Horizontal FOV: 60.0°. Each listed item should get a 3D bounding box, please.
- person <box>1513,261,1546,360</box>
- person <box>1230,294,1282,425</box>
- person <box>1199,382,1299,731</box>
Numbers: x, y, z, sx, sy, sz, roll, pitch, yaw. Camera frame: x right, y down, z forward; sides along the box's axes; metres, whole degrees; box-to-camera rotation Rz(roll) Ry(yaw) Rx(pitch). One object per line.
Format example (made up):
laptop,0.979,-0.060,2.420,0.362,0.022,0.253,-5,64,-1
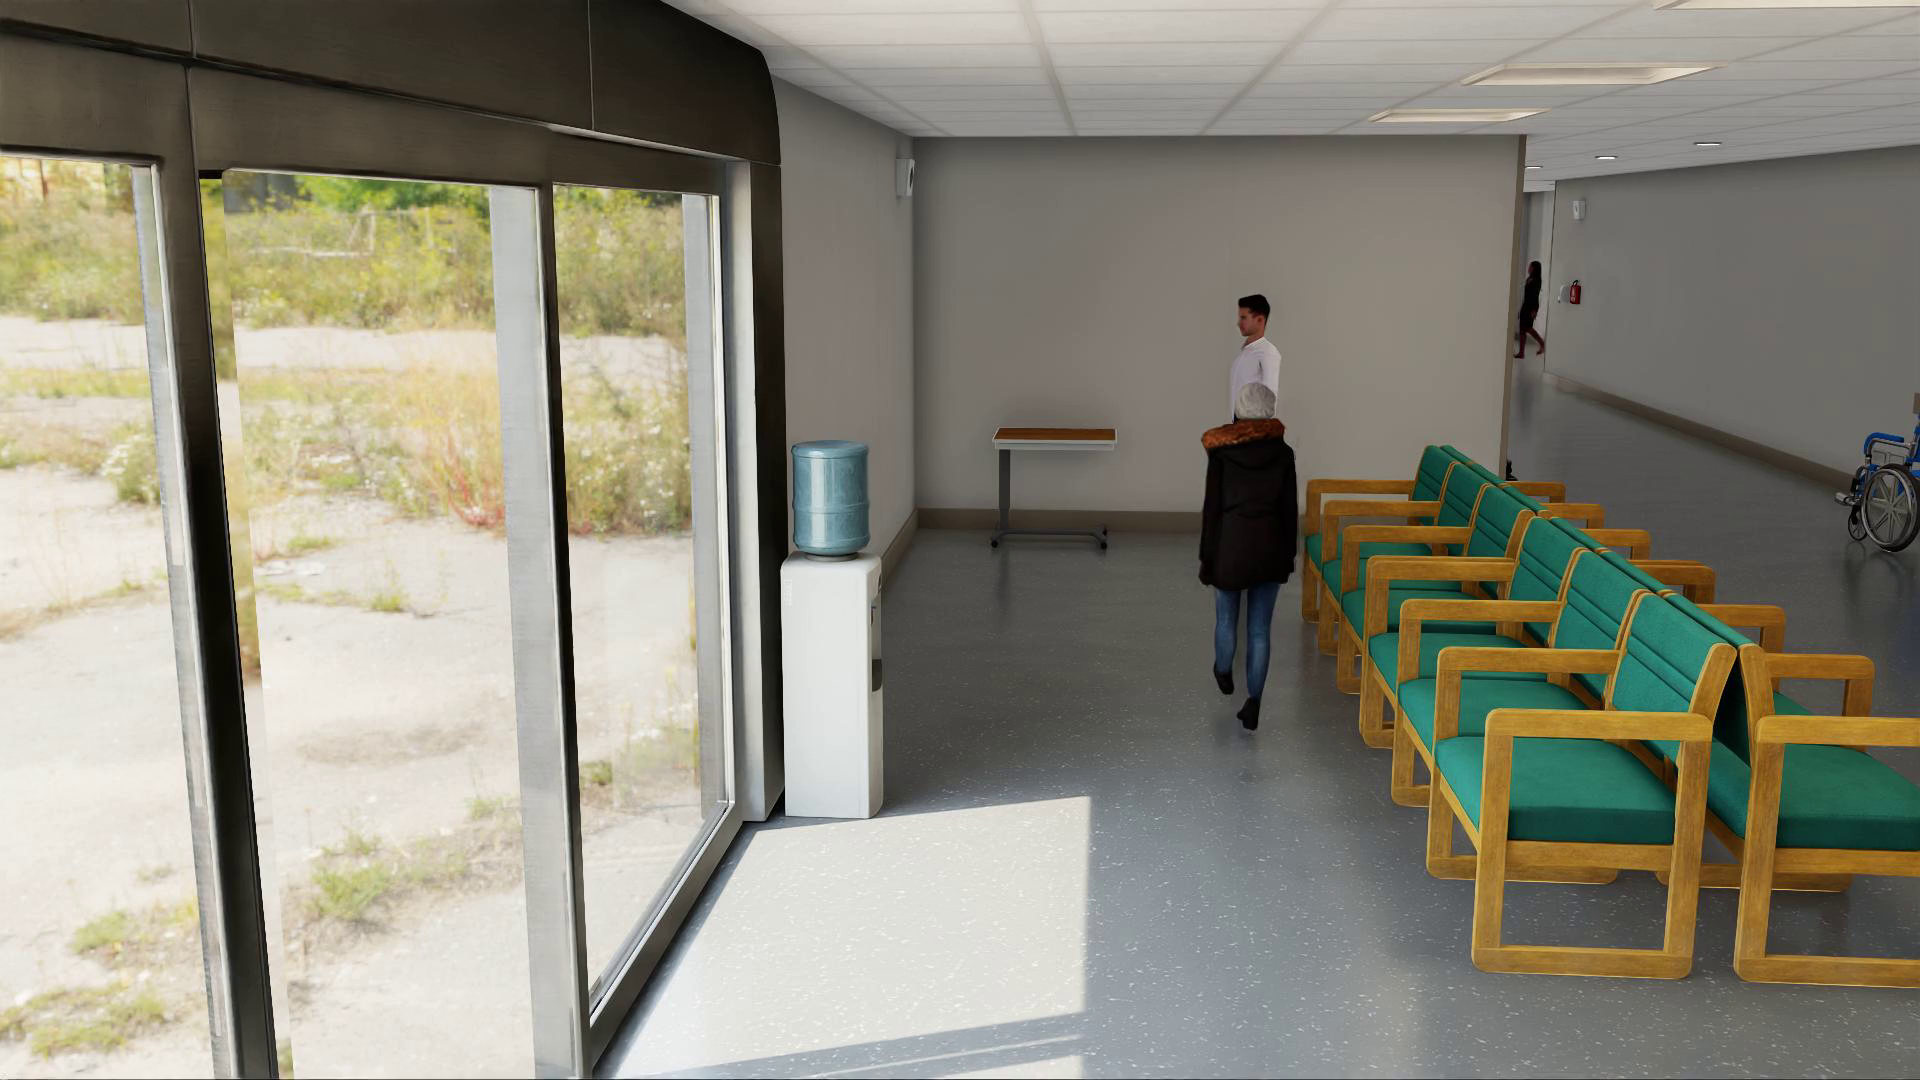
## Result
person,10.039,-4.015,29.128,0.868,1.711,0.678,0,11,-2
person,1.991,-0.727,11.262,0.706,1.873,0.700,-3,11,-16
person,1.354,0.101,7.752,0.960,1.595,0.719,0,11,2
